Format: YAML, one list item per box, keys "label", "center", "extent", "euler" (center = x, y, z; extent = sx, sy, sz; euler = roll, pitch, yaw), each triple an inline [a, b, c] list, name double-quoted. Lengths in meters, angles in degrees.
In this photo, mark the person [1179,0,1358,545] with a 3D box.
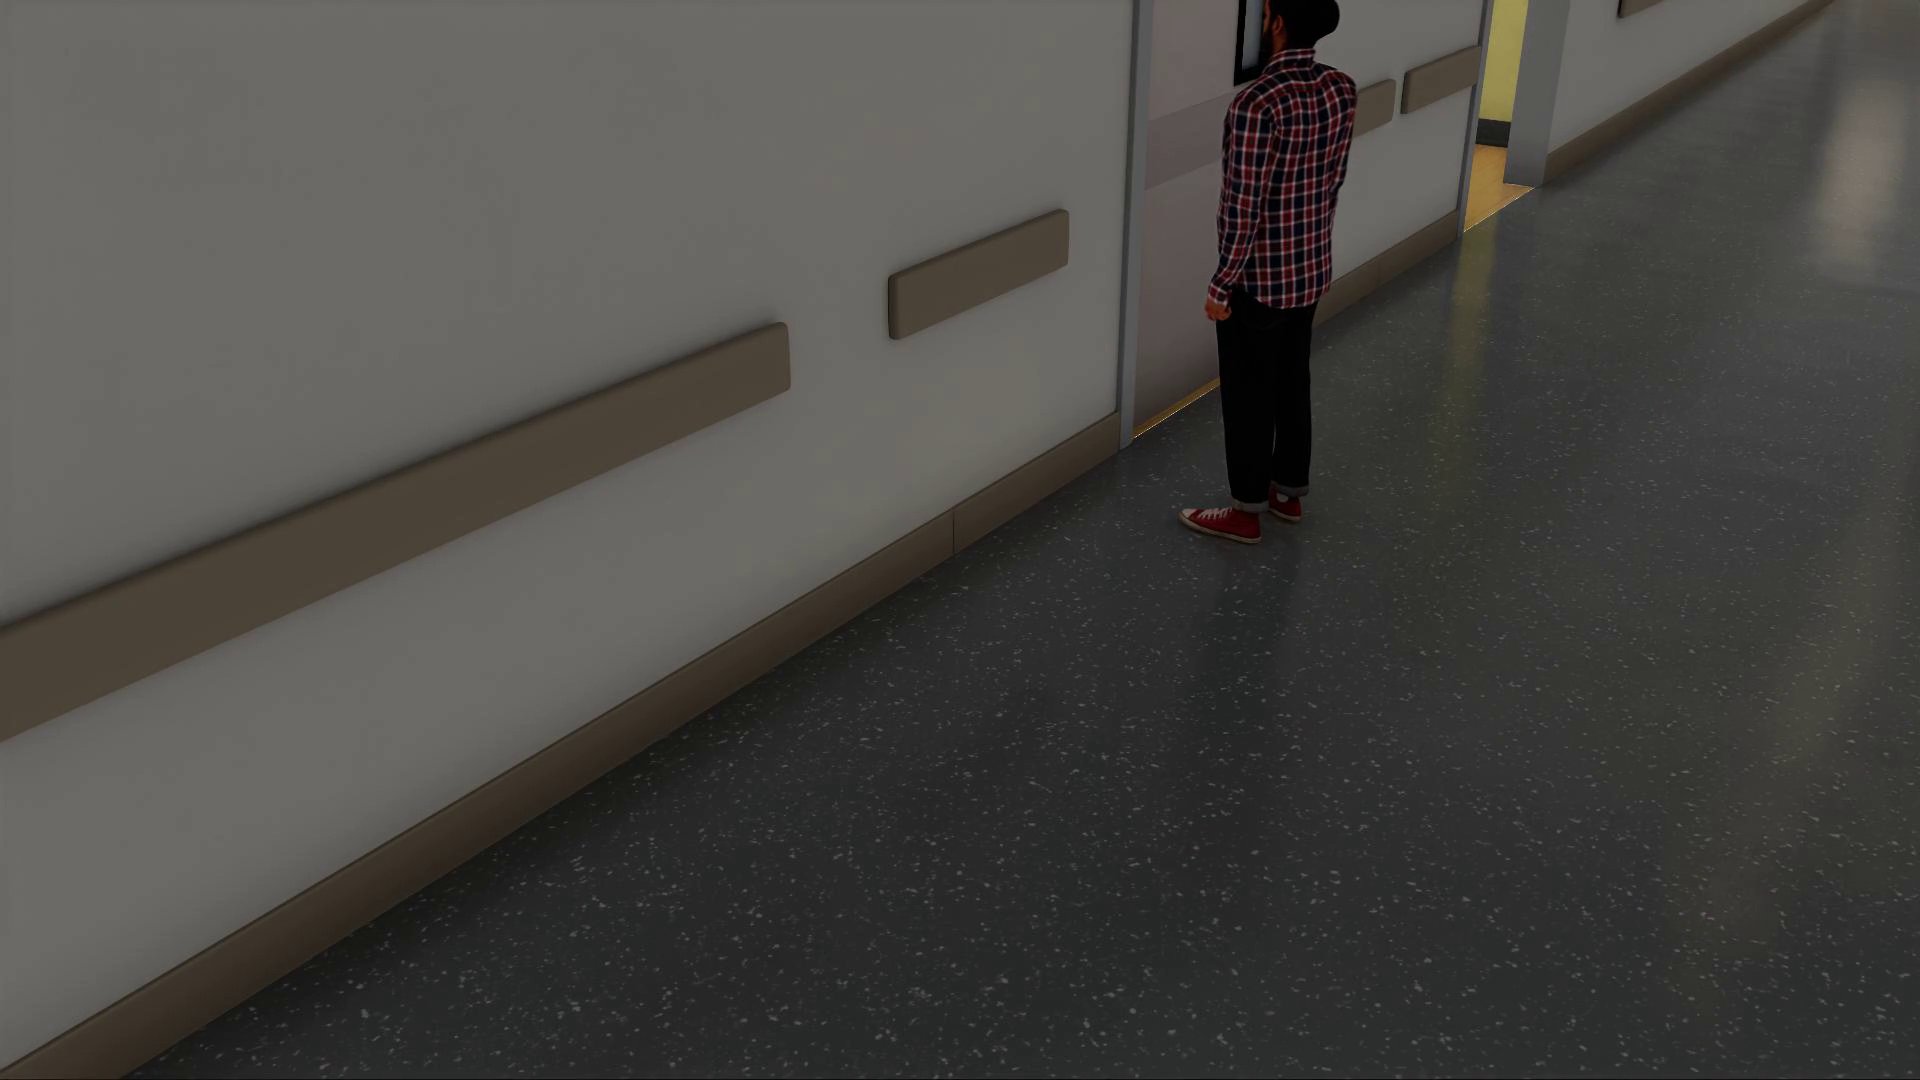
- label: "person"
  center: [0.971, -0.845, 5.160]
  extent: [0.737, 1.760, 0.662]
  euler: [-23, 34, -39]
